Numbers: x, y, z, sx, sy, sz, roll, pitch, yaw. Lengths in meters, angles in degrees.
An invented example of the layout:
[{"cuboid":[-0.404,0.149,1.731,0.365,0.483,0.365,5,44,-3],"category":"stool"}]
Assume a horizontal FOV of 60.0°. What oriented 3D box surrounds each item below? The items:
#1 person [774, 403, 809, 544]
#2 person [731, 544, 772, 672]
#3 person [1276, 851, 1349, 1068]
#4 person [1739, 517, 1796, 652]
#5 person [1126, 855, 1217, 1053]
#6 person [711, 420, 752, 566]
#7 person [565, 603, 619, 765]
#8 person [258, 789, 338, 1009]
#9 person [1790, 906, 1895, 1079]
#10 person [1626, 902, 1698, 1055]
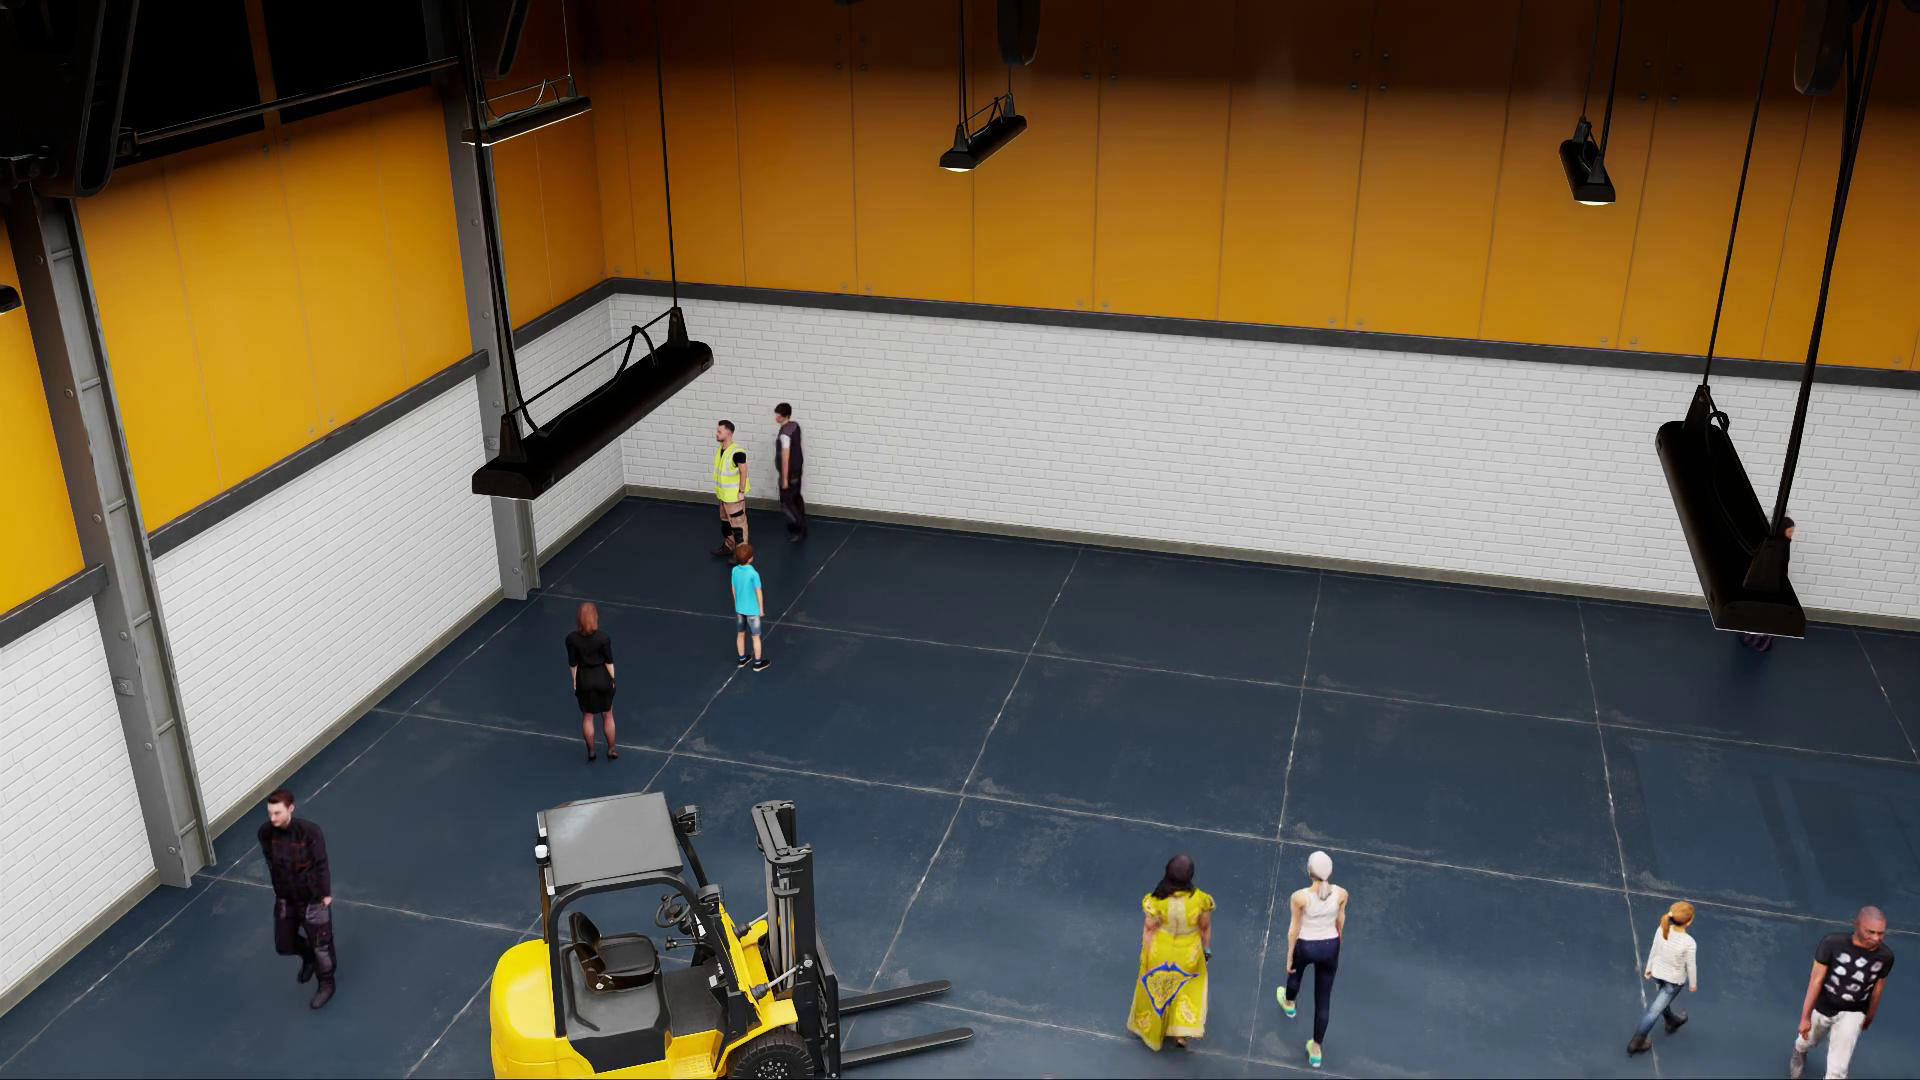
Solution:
[{"cuboid":[-2.139,-0.869,21.135,0.915,1.835,0.585,10,26,22],"category":"person"},{"cuboid":[-2.302,0.715,17.993,0.567,1.449,0.555,12,26,26],"category":"person"},{"cuboid":[2.638,3.114,12.227,0.809,1.671,1.102,0,24,0],"category":"person"},{"cuboid":[8.976,0.413,18.494,0.817,1.601,0.579,4,24,8],"category":"person"},{"cuboid":[1.613,3.105,12.281,0.889,1.645,0.989,-2,24,-4],"category":"person"},{"cuboid":[-2.839,-0.613,20.535,0.900,1.845,0.853,-17,29,-34],"category":"person"},{"cuboid":[-3.549,1.391,16.125,0.640,1.706,0.595,-1,24,-2],"category":"person"},{"cuboid":[-5.058,2.706,12.874,0.760,1.901,0.813,2,24,5],"category":"person"},{"cuboid":[6.167,3.275,11.735,0.750,1.770,1.254,10,25,21],"category":"person"},{"cuboid":[5.194,3.274,12.334,0.891,1.291,0.833,-13,27,-27],"category":"person"}]
